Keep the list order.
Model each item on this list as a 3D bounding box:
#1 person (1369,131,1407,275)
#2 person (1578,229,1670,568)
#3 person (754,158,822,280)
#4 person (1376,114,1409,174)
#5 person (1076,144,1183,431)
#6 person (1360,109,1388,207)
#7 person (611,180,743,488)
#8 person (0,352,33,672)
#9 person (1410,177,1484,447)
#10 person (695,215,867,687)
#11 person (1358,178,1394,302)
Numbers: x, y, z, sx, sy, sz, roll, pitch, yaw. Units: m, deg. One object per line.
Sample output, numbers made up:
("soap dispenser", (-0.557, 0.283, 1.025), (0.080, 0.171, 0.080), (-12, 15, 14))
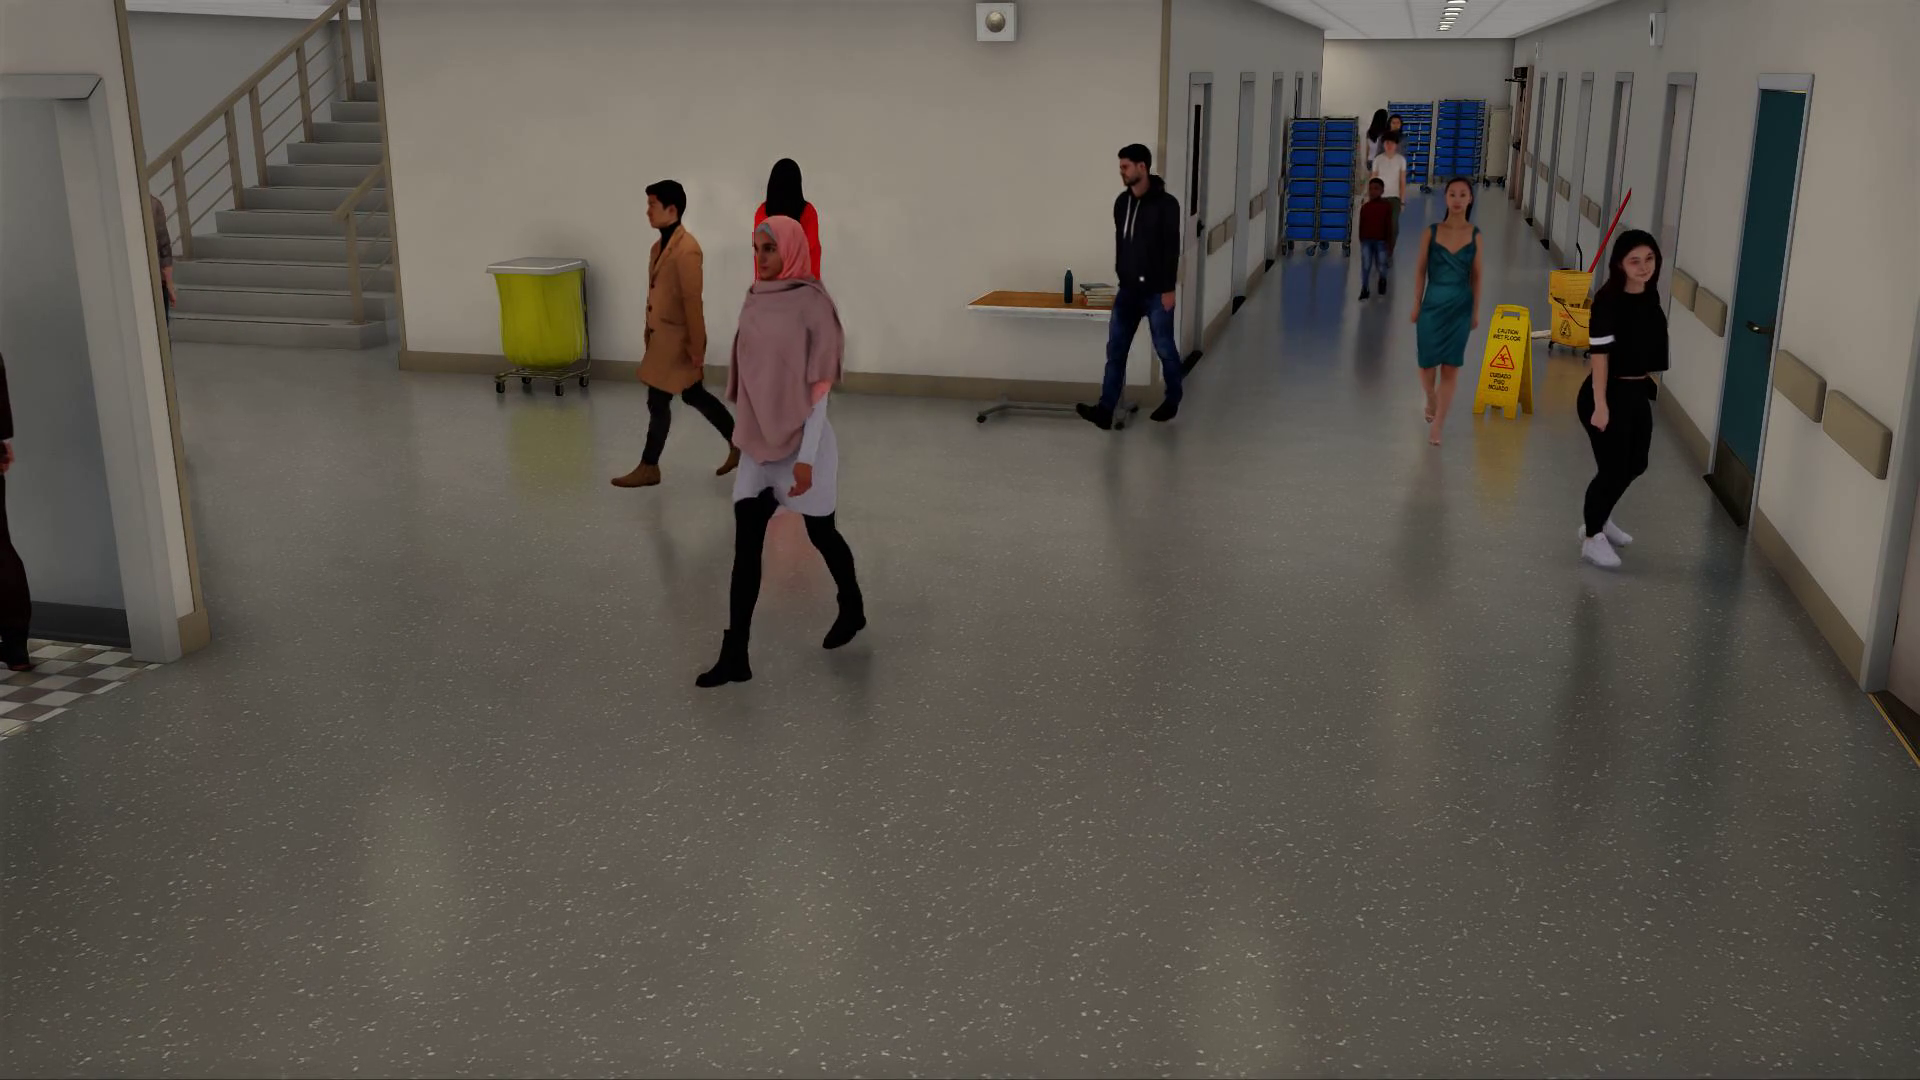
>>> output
("person", (5.022, -3.973, 19.595), (0.558, 1.643, 0.685), (4, 16, 14))
("person", (3.114, -0.650, 7.885), (0.927, 1.602, 0.844), (13, 20, 39))
("person", (-1.188, -1.756, 11.540), (0.724, 1.747, 0.750), (-3, 16, -11))
("person", (6.167, -5.208, 23.875), (0.727, 1.698, 1.188), (2, 16, 8))
("person", (1.293, -1.616, 10.913), (1.095, 1.817, 1.320), (14, 21, 41))
("person", (7.048, -6.450, 28.288), (0.757, 1.695, 0.826), (15, 22, 43))
("person", (-1.516, -1.146, 9.391), (1.178, 1.697, 1.142), (-8, 18, -26))
("person", (-3.891, -0.361, 6.374), (0.806, 1.866, 0.639), (9, 18, 30))
("person", (3.080, -1.438, 10.544), (0.569, 1.677, 0.658), (4, 16, 14))
("person", (-0.594, -0.332, 6.479), (0.868, 1.754, 1.250), (9, 18, 30))
("person", (4.345, -3.130, 17.347), (0.577, 1.241, 0.817), (7, 17, 24))
